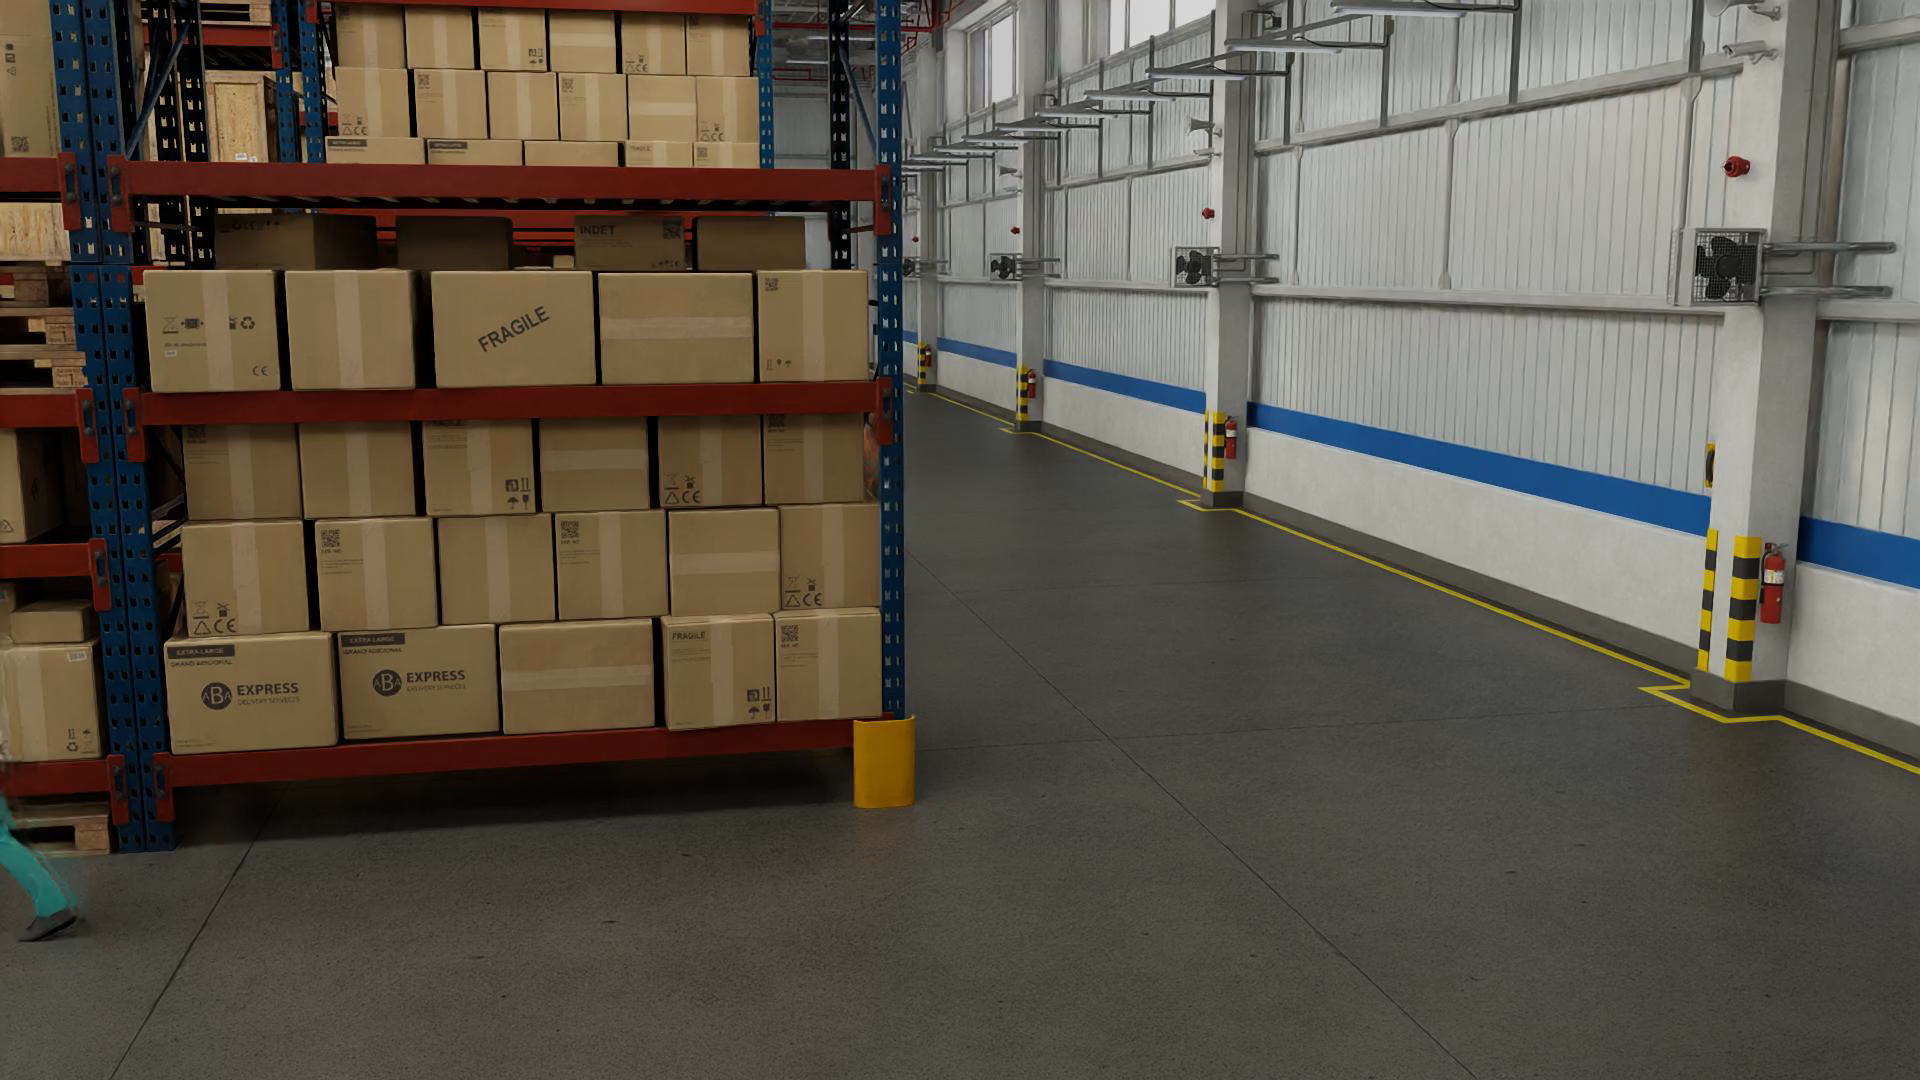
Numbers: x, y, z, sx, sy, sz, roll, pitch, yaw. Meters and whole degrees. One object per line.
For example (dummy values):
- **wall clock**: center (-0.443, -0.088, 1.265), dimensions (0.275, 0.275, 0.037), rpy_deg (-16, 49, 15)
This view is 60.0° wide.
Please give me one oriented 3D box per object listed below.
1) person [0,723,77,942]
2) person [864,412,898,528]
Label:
- **person**: center (-4.447, 0.969, 7.422), dimensions (0.900, 1.724, 0.536), rpy_deg (-2, 9, -10)
- **person**: center (-0.885, -0.581, 17.264), dimensions (0.545, 1.588, 0.888), rpy_deg (2, 9, 10)
